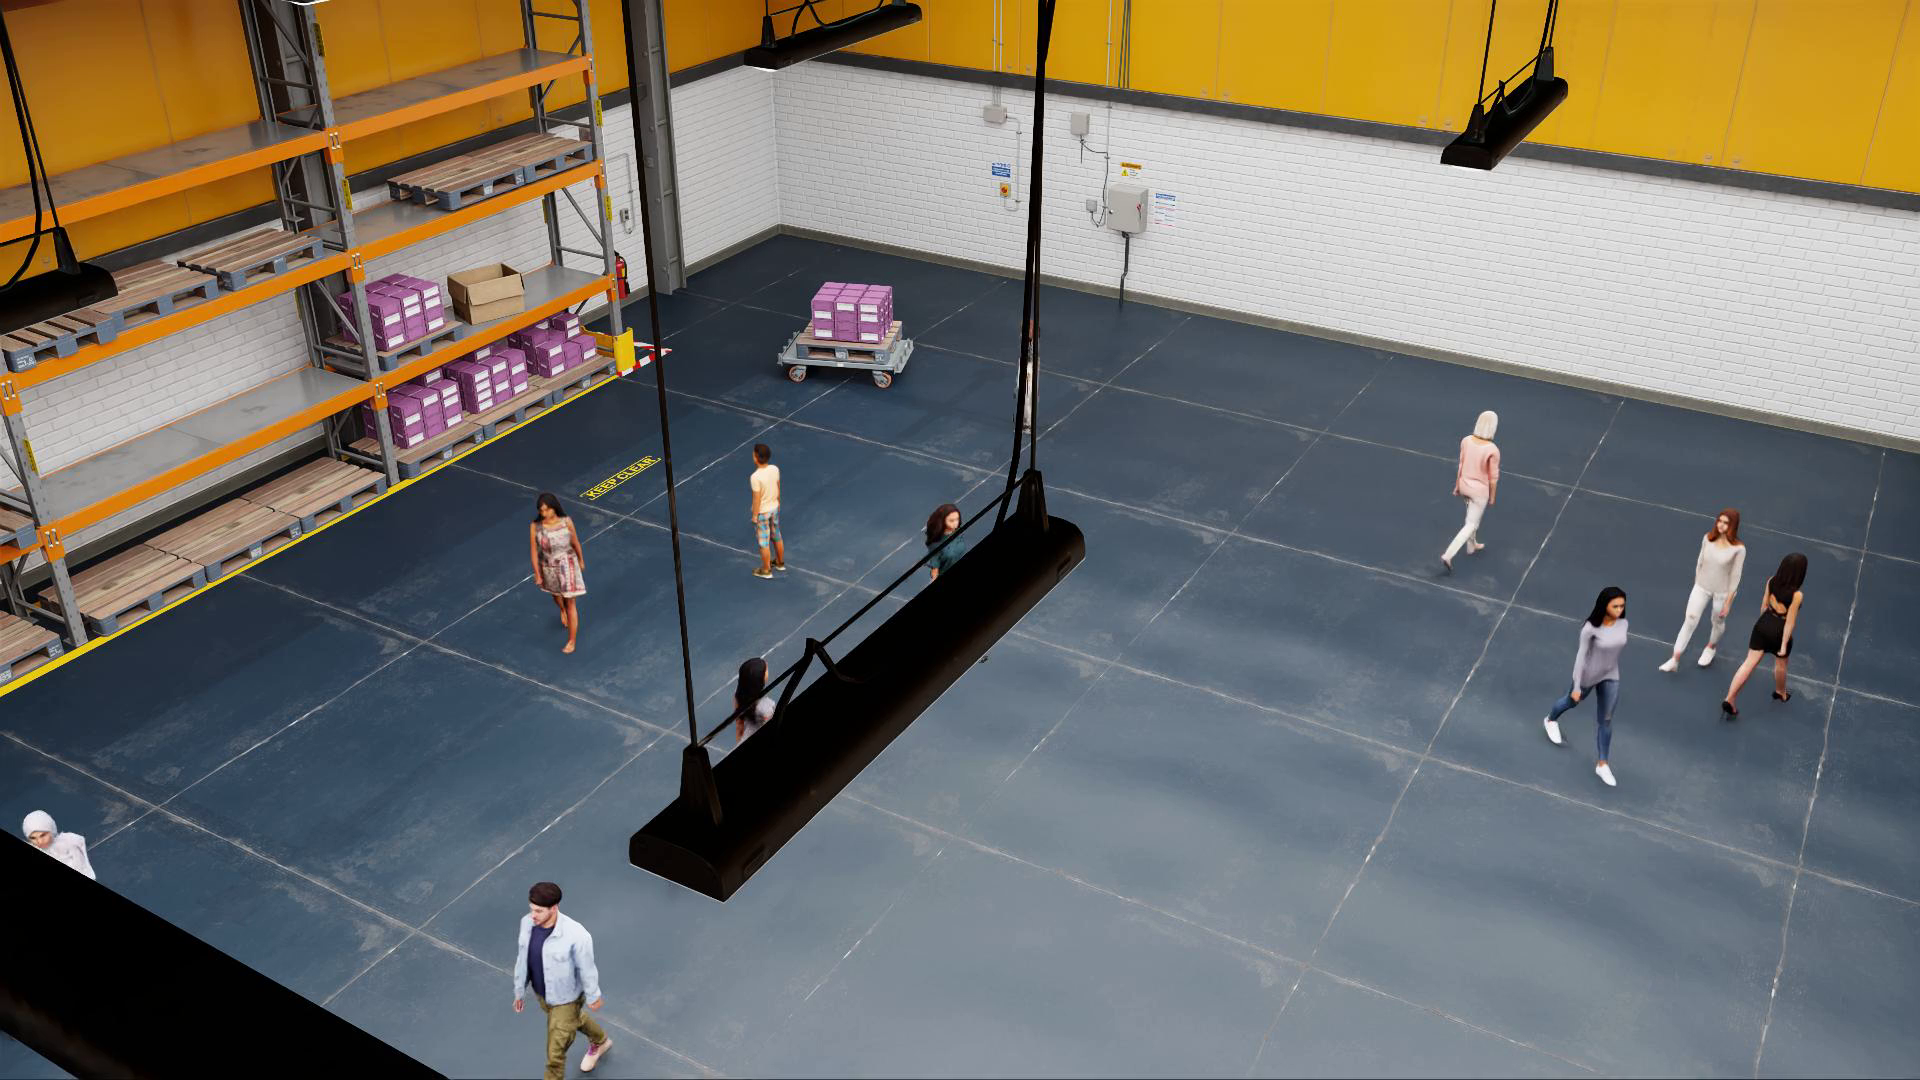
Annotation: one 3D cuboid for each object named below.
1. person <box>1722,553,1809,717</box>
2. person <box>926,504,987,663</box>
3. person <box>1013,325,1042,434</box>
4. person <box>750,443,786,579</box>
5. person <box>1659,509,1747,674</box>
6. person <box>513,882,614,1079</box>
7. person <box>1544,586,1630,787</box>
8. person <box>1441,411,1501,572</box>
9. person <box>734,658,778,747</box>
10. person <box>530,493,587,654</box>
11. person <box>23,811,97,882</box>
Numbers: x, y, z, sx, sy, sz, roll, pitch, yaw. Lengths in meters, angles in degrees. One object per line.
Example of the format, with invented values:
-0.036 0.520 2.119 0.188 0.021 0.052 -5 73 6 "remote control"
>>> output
7.091 0.875 14.674 1.112 1.604 0.963 -12 31 -20 "person"
-0.168 0.357 15.634 0.943 1.592 0.864 -21 35 -34 "person"
0.806 -1.960 20.073 0.788 1.409 0.738 -2 29 -4 "person"
-1.979 -0.309 16.994 0.614 1.461 0.451 21 35 33 "person"
7.020 0.453 15.374 1.123 1.674 0.810 -25 37 -38 "person"
-2.549 2.898 10.799 0.706 1.762 1.191 17 33 28 "person"
5.318 1.132 14.116 1.145 1.687 1.216 -7 29 -12 "person"
5.238 -0.489 17.077 1.166 1.697 0.861 -21 35 -34 "person"
-1.636 1.737 12.920 0.759 1.769 0.714 -20 34 -32 "person"
-3.827 0.216 15.883 1.081 1.602 1.197 -7 29 -13 "person"
-6.162 2.533 11.480 1.044 1.751 0.892 -24 36 -36 "person"
